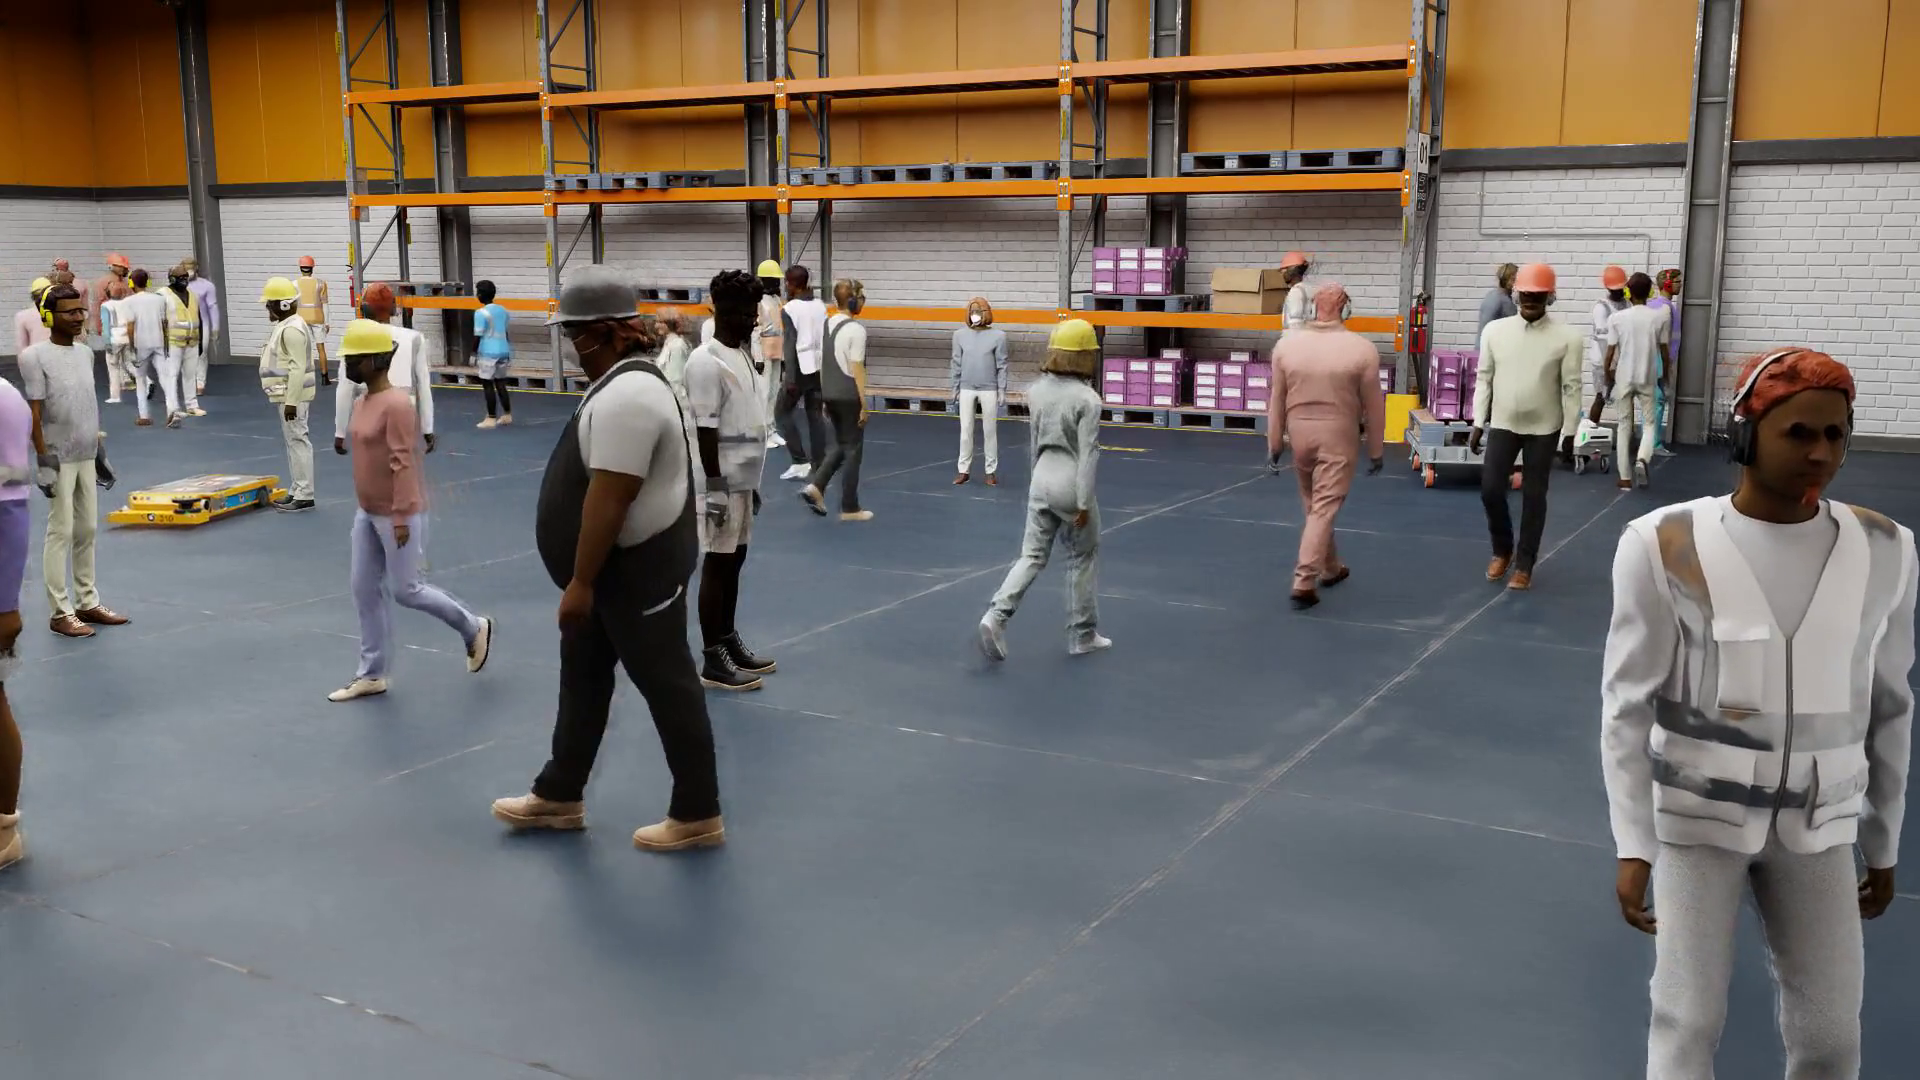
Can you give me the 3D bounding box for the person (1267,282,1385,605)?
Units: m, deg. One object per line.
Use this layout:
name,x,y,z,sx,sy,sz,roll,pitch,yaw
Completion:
person,2.159,-0.574,9.768,0.660,1.854,1.023,7,12,35

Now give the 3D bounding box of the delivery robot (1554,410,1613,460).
delivery robot,5.696,-0.957,15.356,0.477,0.478,0.707,-2,10,-13

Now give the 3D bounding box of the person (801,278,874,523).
person,-0.886,-1.023,12.359,0.475,1.834,0.532,-9,13,-40

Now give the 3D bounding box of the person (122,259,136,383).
person,-12.674,-3.321,25.138,0.413,1.926,0.556,-6,11,-29

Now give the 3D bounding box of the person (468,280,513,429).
person,-5.328,-2.106,18.899,0.342,1.694,0.576,4,11,20

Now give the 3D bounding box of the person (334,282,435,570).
person,-3.772,-0.745,10.802,0.968,1.826,0.602,8,13,40

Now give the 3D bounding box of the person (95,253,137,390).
person,-12.038,-3.135,23.965,0.833,1.960,0.645,4,11,24

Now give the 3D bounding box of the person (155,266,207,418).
person,-9.433,-2.393,20.155,0.433,1.835,0.619,5,11,27

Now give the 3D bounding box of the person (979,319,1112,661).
person,0.461,-0.238,8.257,0.490,1.714,0.778,9,13,41

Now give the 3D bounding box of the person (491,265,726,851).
person,-1.245,0.064,5.634,0.912,2.000,0.705,-3,10,-14

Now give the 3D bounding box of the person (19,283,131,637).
person,-4.738,-0.428,8.901,0.328,1.873,0.518,2,10,9

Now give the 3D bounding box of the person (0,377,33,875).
person,-3.225,0.121,5.324,0.647,2.031,0.408,4,11,19

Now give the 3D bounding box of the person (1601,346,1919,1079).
person,1.526,0.577,3.198,0.599,1.880,0.430,1,10,6

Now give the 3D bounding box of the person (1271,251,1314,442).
person,3.518,-2.016,17.495,0.459,2.014,0.617,5,11,26

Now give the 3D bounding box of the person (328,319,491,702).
person,-2.572,-0.147,7.650,0.526,1.745,0.692,10,14,44

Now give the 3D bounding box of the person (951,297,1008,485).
person,0.166,-1.286,14.426,0.501,1.633,0.285,3,10,14

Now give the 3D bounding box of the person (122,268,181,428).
person,-9.228,-2.184,18.996,0.869,1.832,0.495,9,13,40

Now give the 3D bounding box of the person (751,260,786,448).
person,-1.962,-1.915,17.156,0.366,1.927,0.588,4,11,19

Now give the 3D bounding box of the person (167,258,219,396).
person,-10.475,-2.886,22.741,0.661,1.893,0.975,-4,11,-23

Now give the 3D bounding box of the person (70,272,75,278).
person,-15.148,-3.752,28.390,0.509,1.632,0.268,-7,12,-34

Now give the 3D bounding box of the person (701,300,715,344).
person,-2.361,-1.632,16.408,0.380,1.618,0.526,6,12,31

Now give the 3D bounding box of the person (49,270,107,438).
person,-9.705,-1.991,17.913,0.808,1.817,0.632,-1,10,-5

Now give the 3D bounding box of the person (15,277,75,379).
person,-9.304,-1.791,16.947,0.520,1.755,0.460,-3,10,-14

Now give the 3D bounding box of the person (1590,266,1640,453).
person,6.568,-1.788,16.601,0.629,1.872,0.773,-4,11,-22

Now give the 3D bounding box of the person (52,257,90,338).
person,-12.467,-2.970,23.177,0.409,1.913,0.648,7,12,35

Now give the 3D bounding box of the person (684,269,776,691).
person,-1.080,-0.286,7.845,0.374,1.959,0.603,1,10,8

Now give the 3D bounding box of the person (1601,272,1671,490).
person,5.690,-1.316,13.978,0.550,1.853,0.500,3,11,18

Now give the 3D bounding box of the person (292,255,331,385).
person,-9.663,-3.256,24.720,0.547,1.938,0.377,-4,11,-19

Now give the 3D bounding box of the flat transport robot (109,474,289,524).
flat transport robot,-5.863,-0.331,12.880,0.652,0.197,1.431,1,10,5

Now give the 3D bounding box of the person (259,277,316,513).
person,-5.244,-1.132,12.994,0.404,1.832,0.589,-5,11,-26

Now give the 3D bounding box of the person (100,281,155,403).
person,-11.014,-2.599,21.921,0.636,1.621,0.526,3,11,19

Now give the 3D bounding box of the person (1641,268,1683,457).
person,6.912,-1.747,16.428,0.390,1.850,0.565,2,10,12

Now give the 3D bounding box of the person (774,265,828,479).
person,-1.388,-1.466,14.707,0.477,1.903,0.610,7,12,34

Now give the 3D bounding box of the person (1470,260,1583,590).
person,3.393,-0.677,9.996,0.649,1.978,0.443,5,11,28

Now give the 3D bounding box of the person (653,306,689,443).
person,-2.182,-1.031,13.042,0.775,1.609,0.521,-3,11,-18

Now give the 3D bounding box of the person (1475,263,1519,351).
person,5.257,-1.725,16.173,0.648,1.909,0.703,6,12,32
